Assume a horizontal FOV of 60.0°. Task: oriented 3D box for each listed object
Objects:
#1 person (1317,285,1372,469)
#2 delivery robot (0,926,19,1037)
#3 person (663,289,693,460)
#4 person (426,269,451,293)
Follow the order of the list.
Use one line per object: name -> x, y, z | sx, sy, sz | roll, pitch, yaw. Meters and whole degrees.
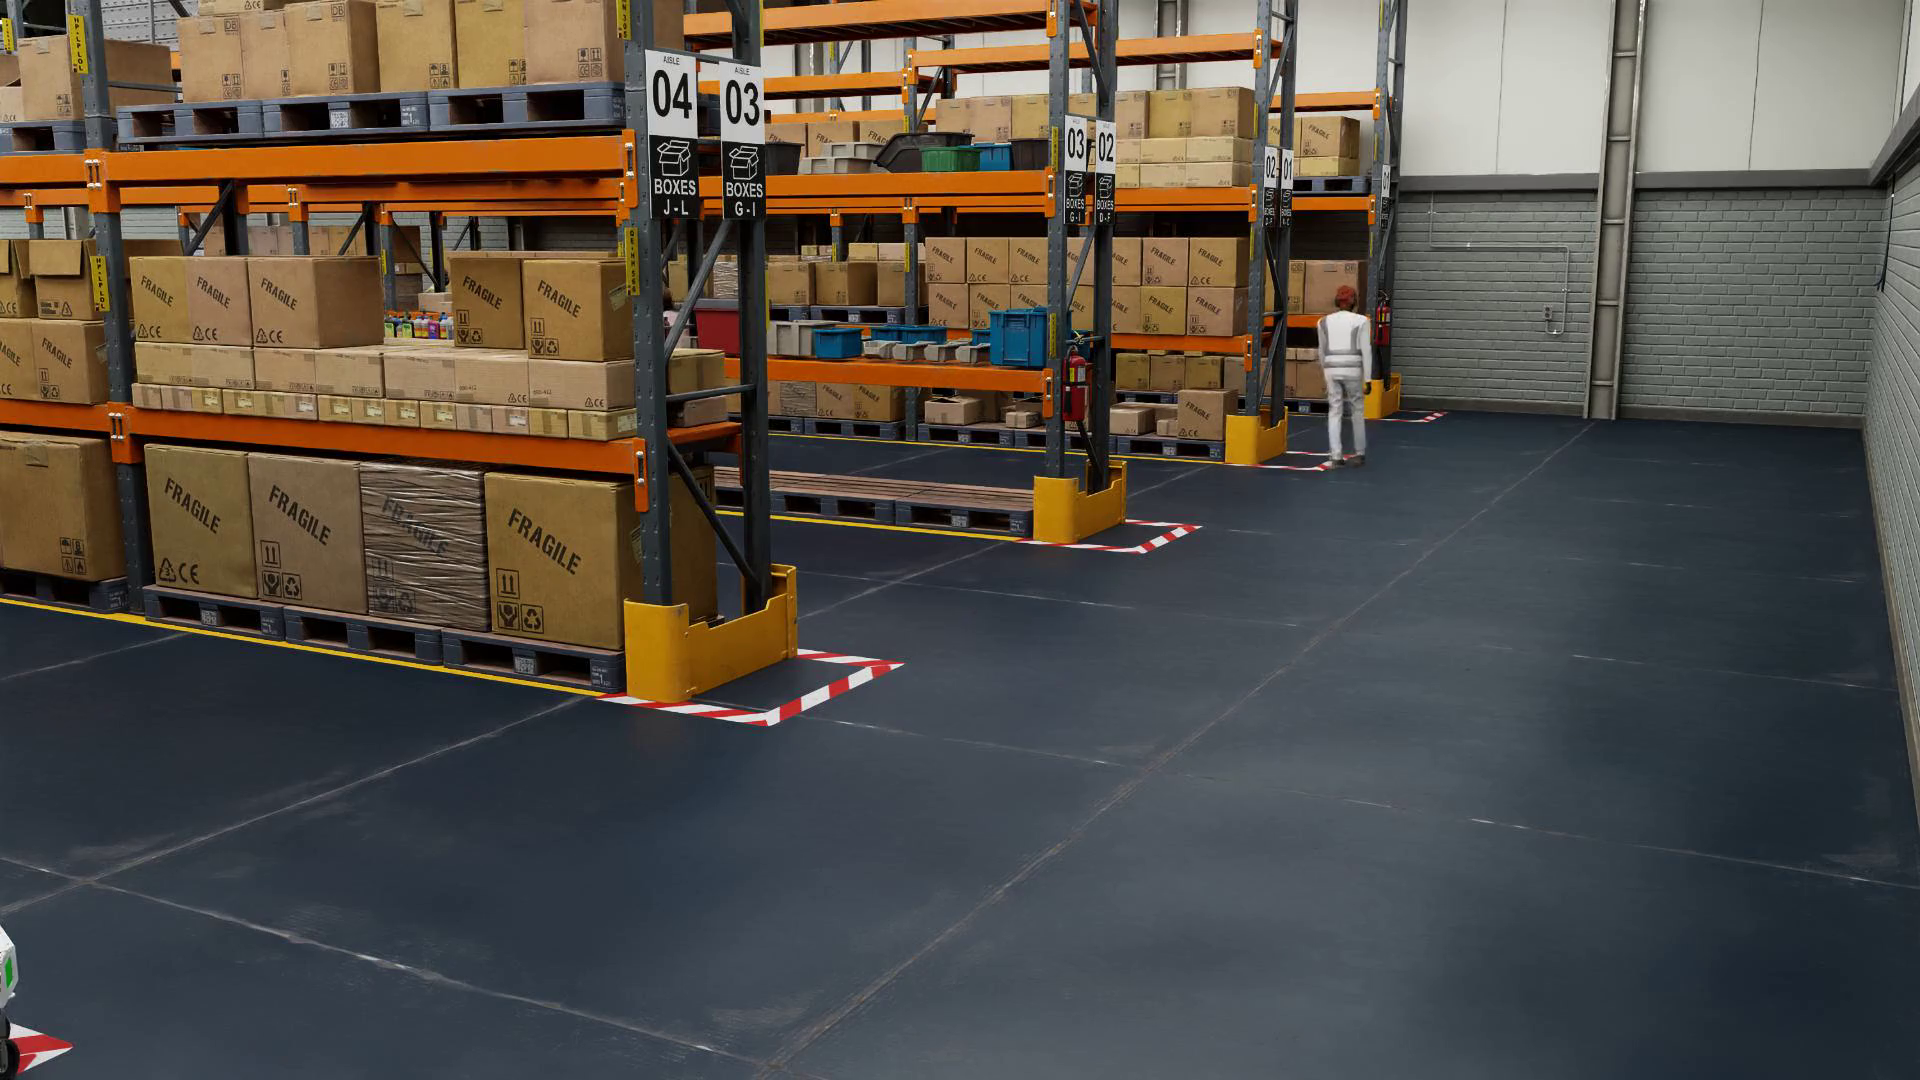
person -> 3.944, -1.667, 16.986 | 0.608, 1.842, 0.829 | 6, 12, 28
delivery robot -> -2.930, 1.229, 4.440 | 0.707, 0.478, 0.477 | -9, 14, -40
person -> -3.087, -1.739, 17.502 | 0.959, 1.805, 0.638 | 8, 13, 37
person -> -7.982, -3.271, 25.719 | 0.429, 1.847, 0.626 | 1, 10, 4
